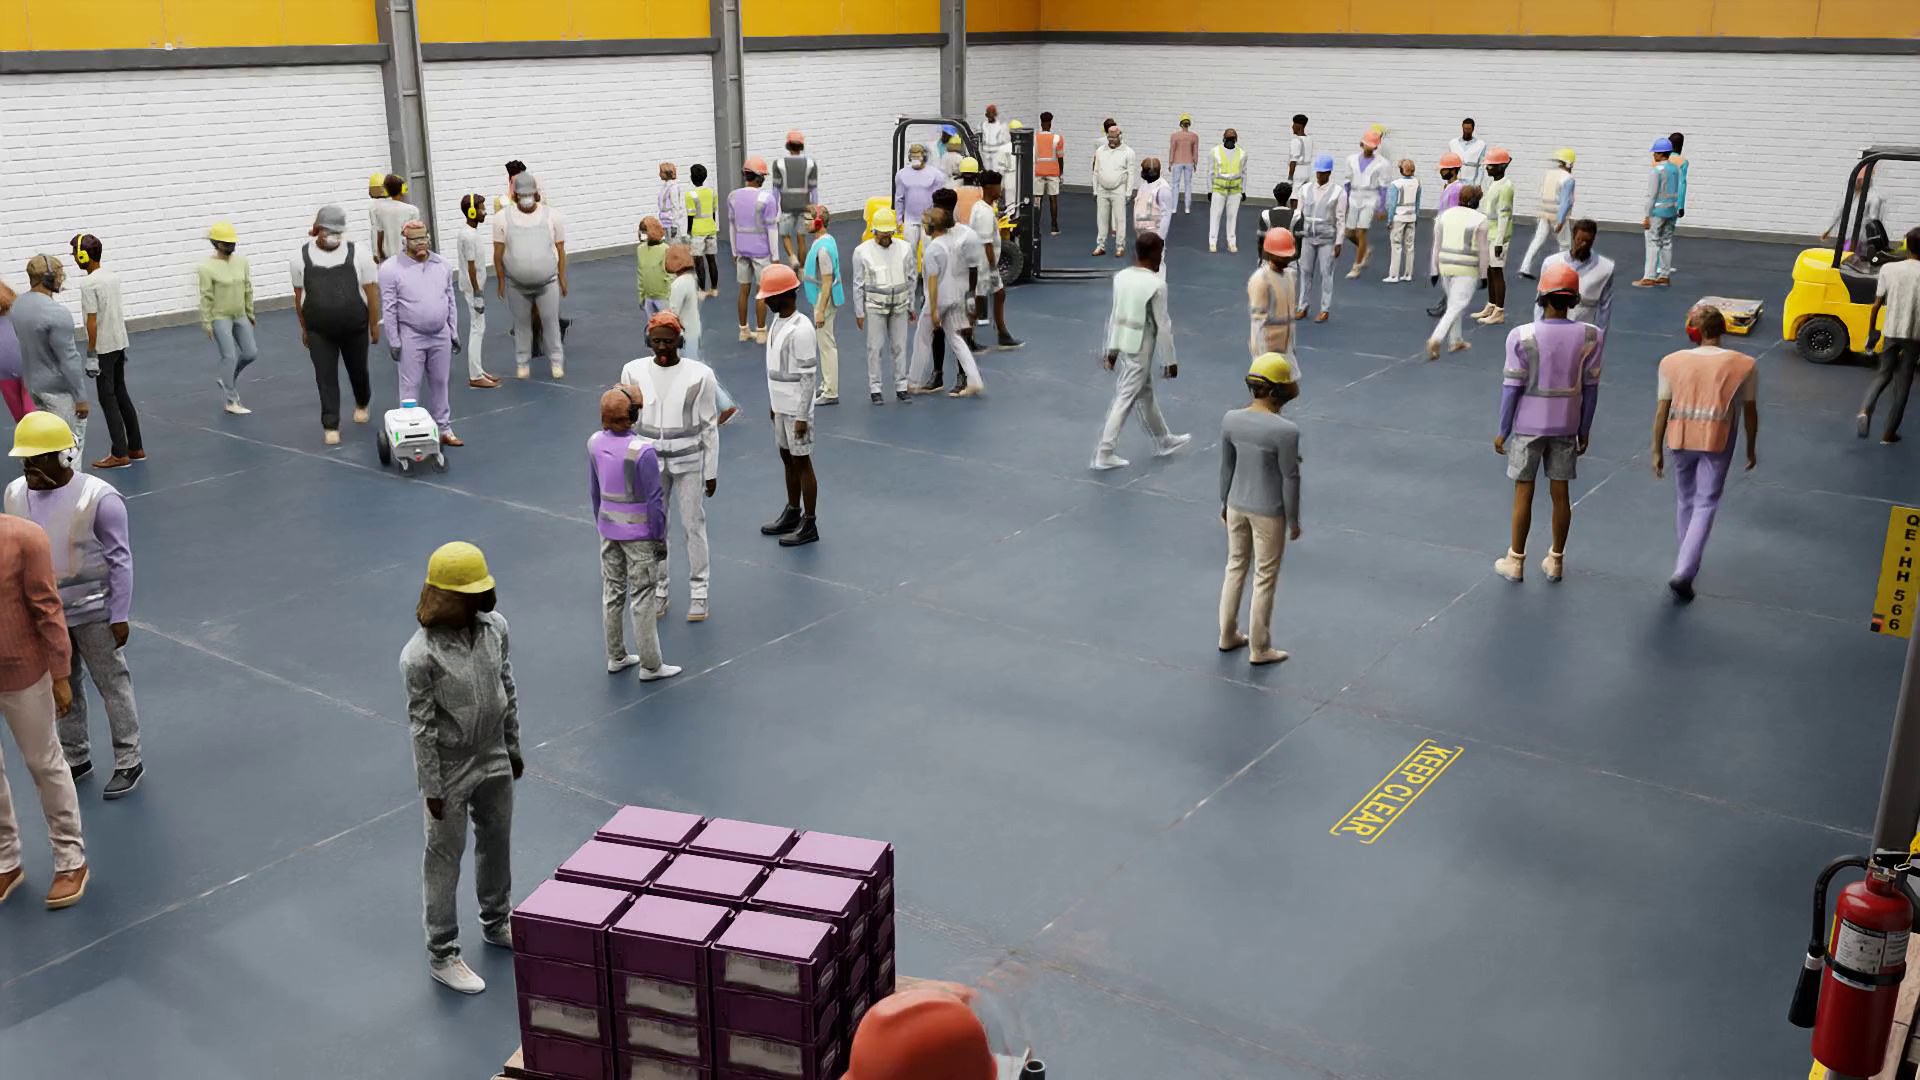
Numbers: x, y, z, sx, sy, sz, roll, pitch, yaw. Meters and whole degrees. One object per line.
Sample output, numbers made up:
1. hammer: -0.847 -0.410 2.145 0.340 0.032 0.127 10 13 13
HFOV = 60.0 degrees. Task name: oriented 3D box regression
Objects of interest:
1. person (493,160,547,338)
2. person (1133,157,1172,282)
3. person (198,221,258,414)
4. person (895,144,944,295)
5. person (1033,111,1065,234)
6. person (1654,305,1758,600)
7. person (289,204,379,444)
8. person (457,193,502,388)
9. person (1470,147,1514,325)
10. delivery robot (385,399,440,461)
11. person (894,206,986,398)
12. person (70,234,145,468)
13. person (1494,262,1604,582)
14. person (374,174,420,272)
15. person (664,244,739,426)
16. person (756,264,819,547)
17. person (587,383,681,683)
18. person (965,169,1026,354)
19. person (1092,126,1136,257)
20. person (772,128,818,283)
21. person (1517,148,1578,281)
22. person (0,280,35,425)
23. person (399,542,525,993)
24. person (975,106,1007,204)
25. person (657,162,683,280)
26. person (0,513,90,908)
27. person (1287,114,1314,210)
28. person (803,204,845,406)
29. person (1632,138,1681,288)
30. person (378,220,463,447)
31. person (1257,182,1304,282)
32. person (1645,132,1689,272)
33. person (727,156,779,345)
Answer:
1. person: -4.861 -3.228 18.492 0.606 1.957 0.375 -11 21 -30
2. person: 2.309 -3.703 20.166 0.429 1.839 0.630 -7 19 -20
3. person: -6.605 -2.007 15.005 0.520 1.743 0.567 8 20 24
4. person: -0.519 -4.040 21.083 0.635 1.929 0.385 3 18 10
5. person: 1.395 -5.943 26.978 0.602 1.959 0.371 2 18 8
6. person: 4.623 -0.558 10.414 0.601 1.802 0.893 13 22 34
7. person: -5.334 -1.919 14.259 0.675 2.000 0.956 -5 18 -16
8. person: -4.669 -2.401 16.065 0.321 1.861 0.516 -5 18 -15
9. person: 6.180 -3.524 19.303 0.417 2.034 0.603 0 18 1
10. delivery robot: -4.368 -0.877 13.250 0.477 0.478 0.707 -8 19 -23
11. person: -0.178 -2.225 15.605 0.923 1.811 0.527 12 21 34
12. person: -6.822 -1.504 13.266 0.345 1.855 0.534 0 18 -1
13. person: 3.699 -0.731 10.538 0.605 2.044 0.375 0 18 0
14. person: -5.992 -2.973 17.870 0.581 1.854 0.349 2 18 6
15. person: -2.348 -1.789 14.561 0.798 1.600 0.496 0 18 1
16. person: -1.172 -0.913 11.296 0.379 1.927 0.542 -9 20 -26
17. person: -1.787 -0.033 9.001 0.517 1.645 0.308 12 21 33
18. person: 0.386 -2.926 17.563 0.840 1.936 0.644 -1 18 -2
19. person: 2.244 -5.136 24.544 0.641 1.905 0.410 8 19 24
20. person: -2.177 -4.407 22.050 0.619 2.033 0.553 -4 18 -13
21. person: 7.970 -4.348 22.298 0.965 1.779 0.597 -7 19 -20
22. person: -7.270 -1.215 12.782 0.515 1.584 0.808 -3 18 -10
23. person: -1.808 0.831 6.161 0.344 1.735 0.482 10 20 28
24. person: 0.566 -7.063 30.680 0.575 1.831 0.989 7 19 20
25. person: -3.776 -4.102 21.734 0.306 1.640 0.522 -8 19 -23
26. person: -3.884 0.547 6.648 0.623 1.982 0.412 -2 18 -7
27. person: 5.379 -5.769 26.442 0.374 1.960 0.606 13 22 35
28. person: -1.255 -2.162 15.333 0.389 1.847 0.563 -2 18 -6
29. person: 9.195 -4.304 21.910 0.615 1.935 0.430 -12 21 -33
30. person: -4.410 -1.676 13.714 0.642 1.909 0.399 -16 24 -41
31. person: 3.605 -3.181 18.779 0.530 1.689 0.321 5 18 16
32. person: 9.822 -4.691 23.144 0.401 1.911 0.590 -7 19 -22
33. person: -2.221 -3.145 18.116 0.611 2.032 0.411 10 20 28
